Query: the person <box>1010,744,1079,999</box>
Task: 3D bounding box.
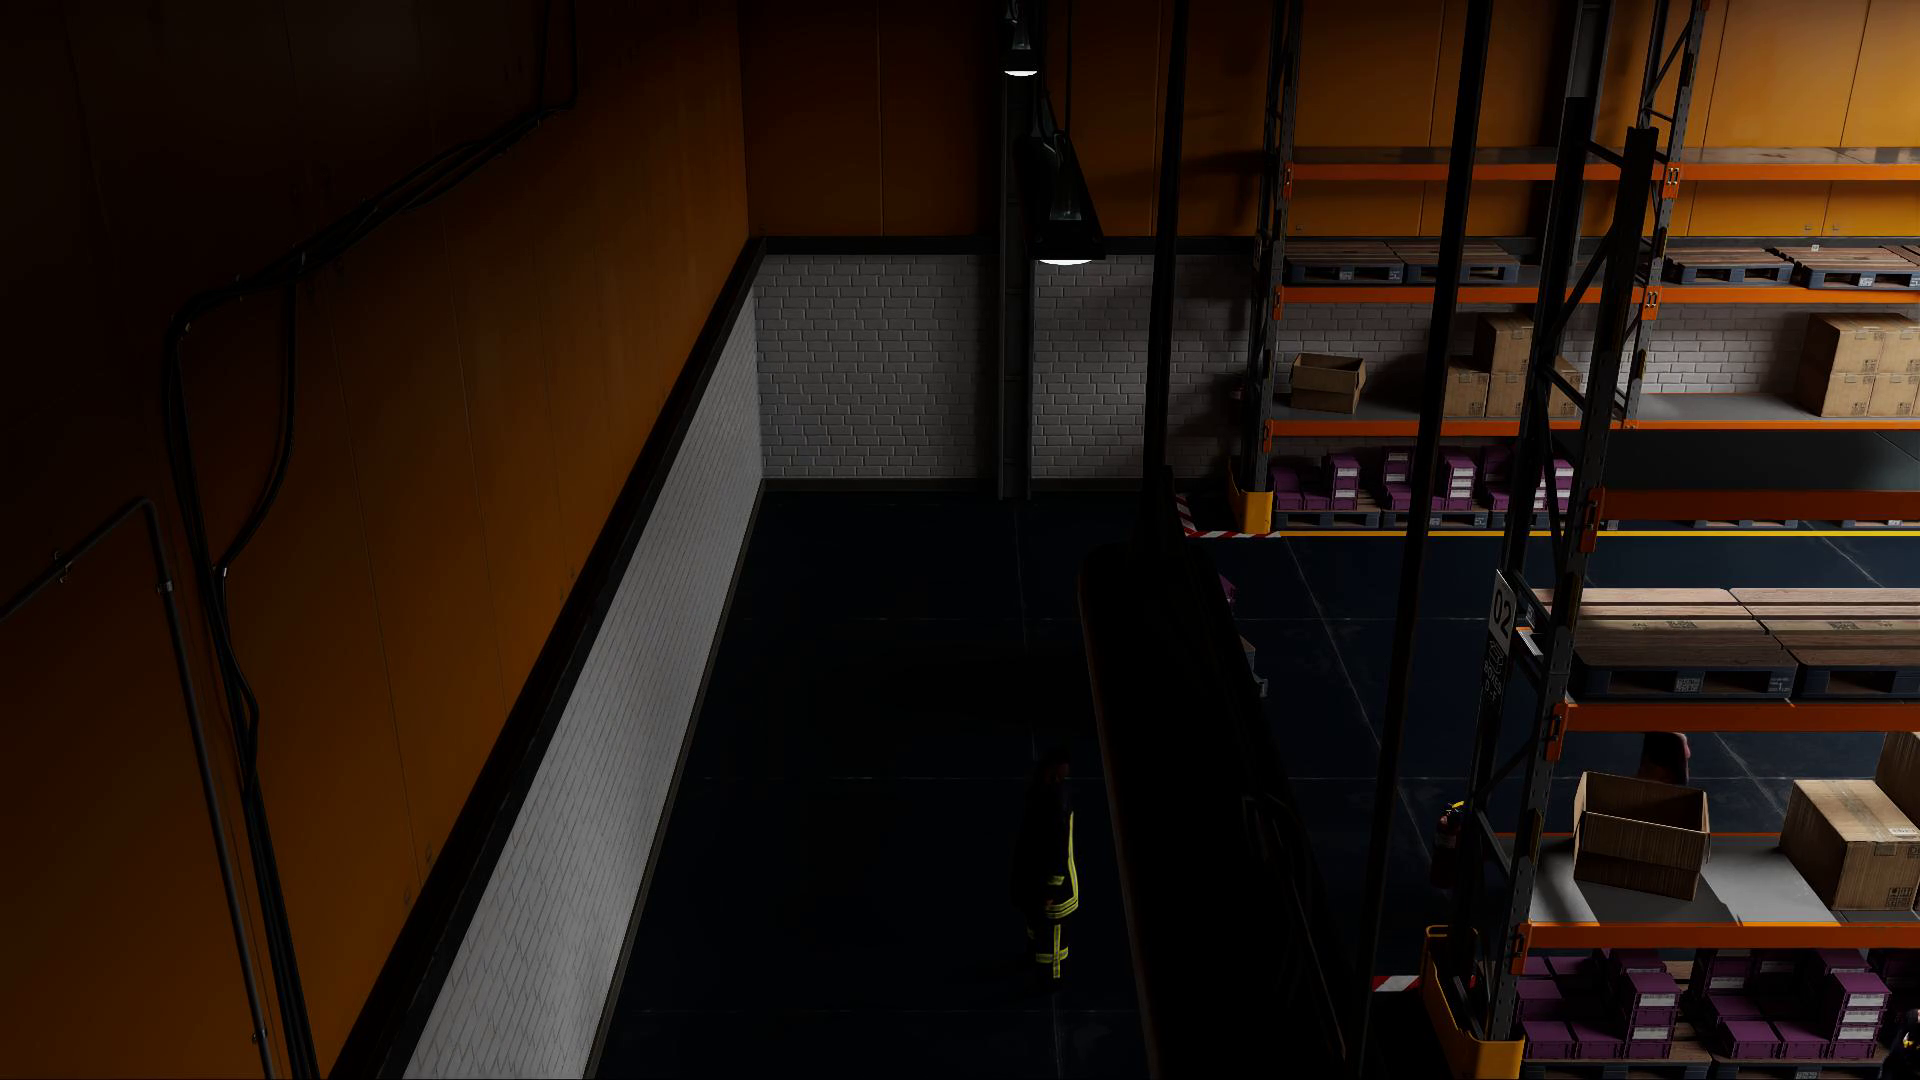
[{"bbox_3d":[0.584,2.187,11.155,0.717,1.855,0.775,-3,24,-6],"label":"person"}]
